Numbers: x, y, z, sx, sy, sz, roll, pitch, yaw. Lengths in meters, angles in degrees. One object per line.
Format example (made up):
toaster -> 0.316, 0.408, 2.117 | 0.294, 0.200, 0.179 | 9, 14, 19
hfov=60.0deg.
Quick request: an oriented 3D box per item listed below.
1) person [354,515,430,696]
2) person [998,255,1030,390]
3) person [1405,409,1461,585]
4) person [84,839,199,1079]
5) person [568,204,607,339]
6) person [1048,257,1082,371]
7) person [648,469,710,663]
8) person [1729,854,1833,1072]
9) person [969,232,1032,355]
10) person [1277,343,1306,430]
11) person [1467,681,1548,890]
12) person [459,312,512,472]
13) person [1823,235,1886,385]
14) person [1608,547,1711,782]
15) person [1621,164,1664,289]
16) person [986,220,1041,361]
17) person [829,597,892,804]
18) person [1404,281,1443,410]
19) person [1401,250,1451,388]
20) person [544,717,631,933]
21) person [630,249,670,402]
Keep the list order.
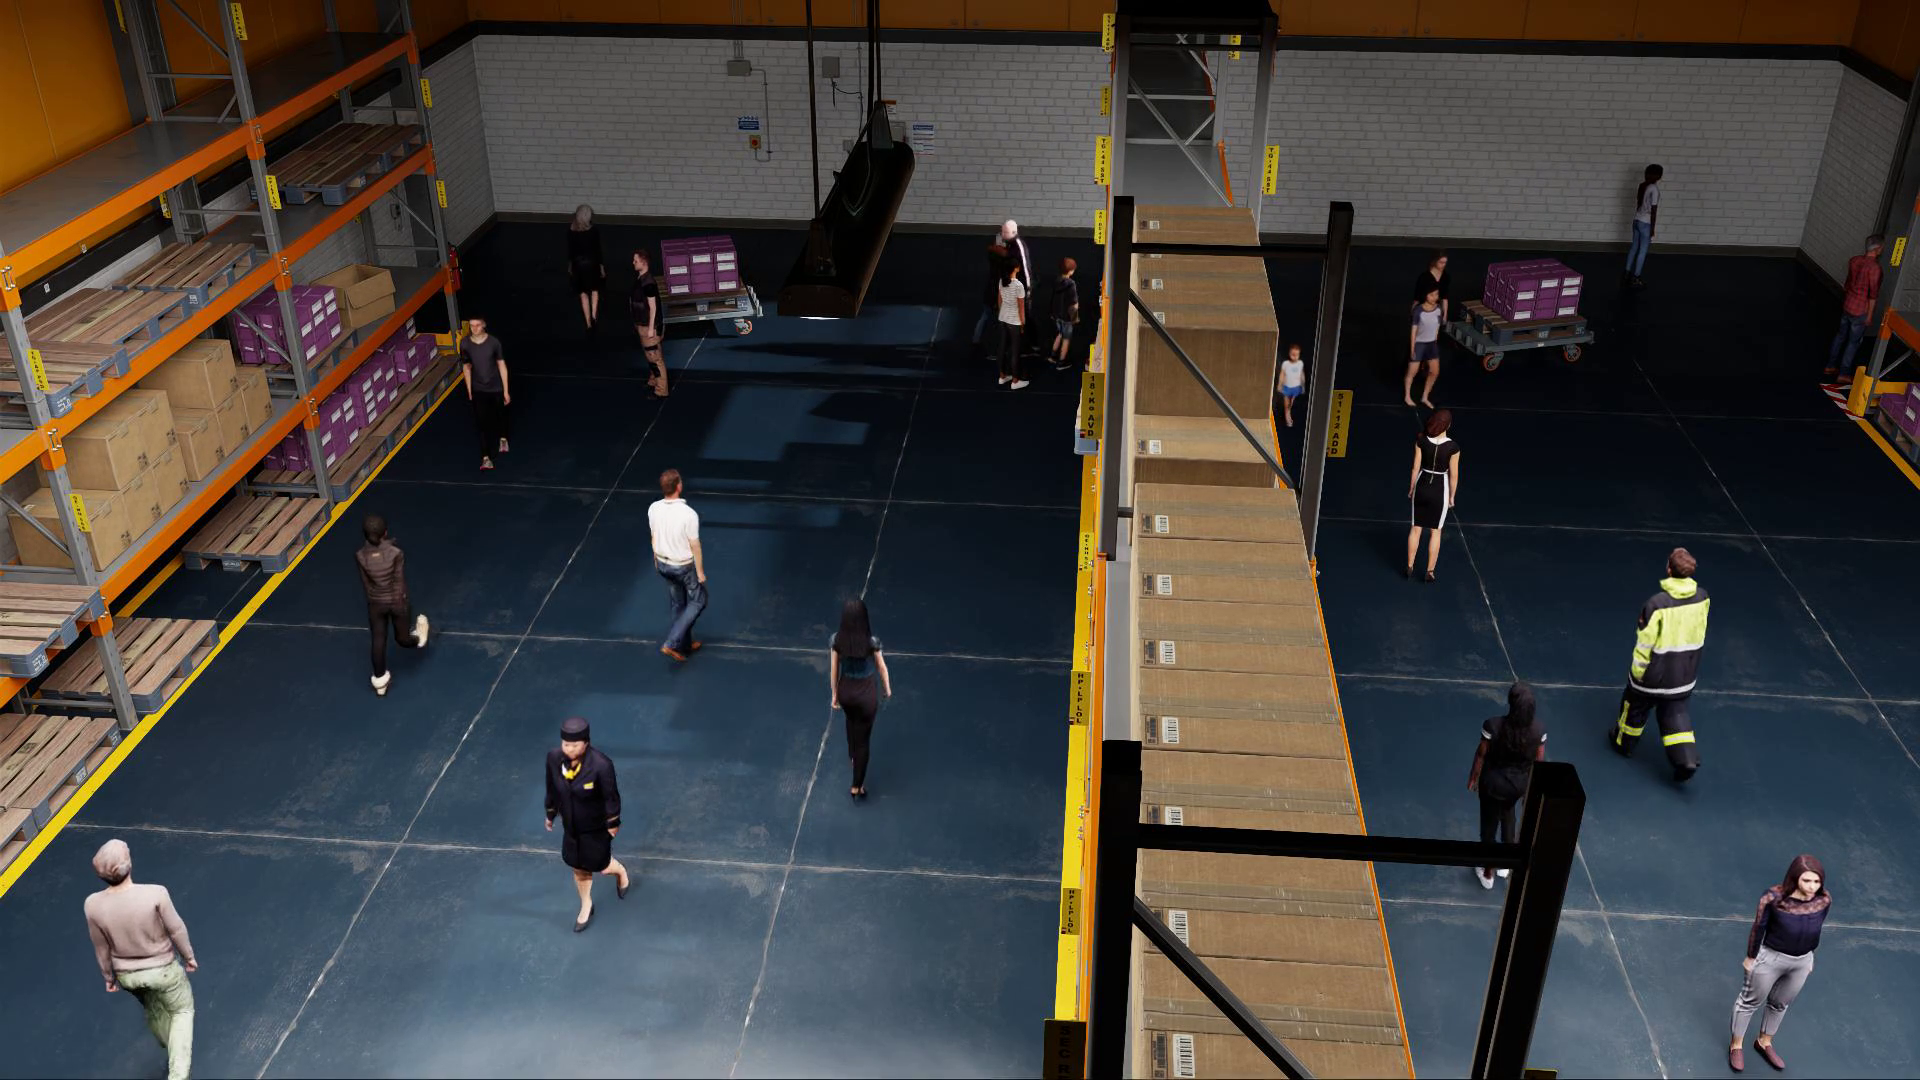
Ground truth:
person -> -4.894, 0.492, 14.309 | 0.685, 1.649, 0.923 | -1, 29, -2
person -> 0.617, -2.642, 20.056 | 0.703, 1.646, 0.646 | -23, 36, -35
person -> 4.475, -0.412, 15.813 | 0.649, 1.796, 0.615 | 14, 32, 24
person -> -4.934, 2.672, 10.102 | 0.906, 1.850, 1.185 | -7, 29, -13
person -> -4.800, -3.441, 21.435 | 0.726, 1.729, 0.792 | -5, 29, -9
person -> 1.238, -2.765, 20.505 | 0.716, 1.434, 0.656 | -24, 37, -36
person -> -2.517, 0.284, 14.491 | 0.861, 1.839, 0.950 | 16, 33, 27
person -> 5.140, 2.643, 10.409 | 0.628, 1.608, 0.578 | -2, 29, -3
person -> 0.395, -3.051, 20.870 | 0.913, 1.585, 1.096 | -6, 29, -11
person -> 3.819, -1.807, 19.207 | 0.514, 0.995, 0.731 | -2, 29, -4
person -> 3.888, 1.795, 11.845 | 0.627, 1.721, 0.646 | 0, 29, 0
person -> -5.139, -1.676, 18.216 | 0.812, 1.714, 1.195 | -3, 29, -6
person -> 10.901, -2.826, 20.201 | 0.788, 1.831, 0.568 | -4, 29, -7
person -> 5.584, 1.005, 13.049 | 0.990, 1.954, 1.243 | -6, 29, -11
person -> 9.535, -4.396, 23.196 | 0.695, 1.721, 0.547 | -4, 29, -8
person -> 0.840, -3.114, 20.773 | 0.907, 1.790, 0.987 | -6, 29, -11
person -> -0.800, 1.272, 12.808 | 0.642, 1.717, 0.837 | 7, 29, 13
person -> 5.412, -2.324, 19.577 | 0.694, 1.547, 0.746 | -10, 30, -17
person -> 5.612, -2.747, 20.223 | 0.864, 1.673, 1.052 | -9, 30, -17
person -> -2.590, 1.939, 11.641 | 0.813, 1.664, 0.870 | 10, 30, 17
person -> -3.681, -2.578, 19.735 | 0.830, 1.842, 0.695 | -11, 30, -19
